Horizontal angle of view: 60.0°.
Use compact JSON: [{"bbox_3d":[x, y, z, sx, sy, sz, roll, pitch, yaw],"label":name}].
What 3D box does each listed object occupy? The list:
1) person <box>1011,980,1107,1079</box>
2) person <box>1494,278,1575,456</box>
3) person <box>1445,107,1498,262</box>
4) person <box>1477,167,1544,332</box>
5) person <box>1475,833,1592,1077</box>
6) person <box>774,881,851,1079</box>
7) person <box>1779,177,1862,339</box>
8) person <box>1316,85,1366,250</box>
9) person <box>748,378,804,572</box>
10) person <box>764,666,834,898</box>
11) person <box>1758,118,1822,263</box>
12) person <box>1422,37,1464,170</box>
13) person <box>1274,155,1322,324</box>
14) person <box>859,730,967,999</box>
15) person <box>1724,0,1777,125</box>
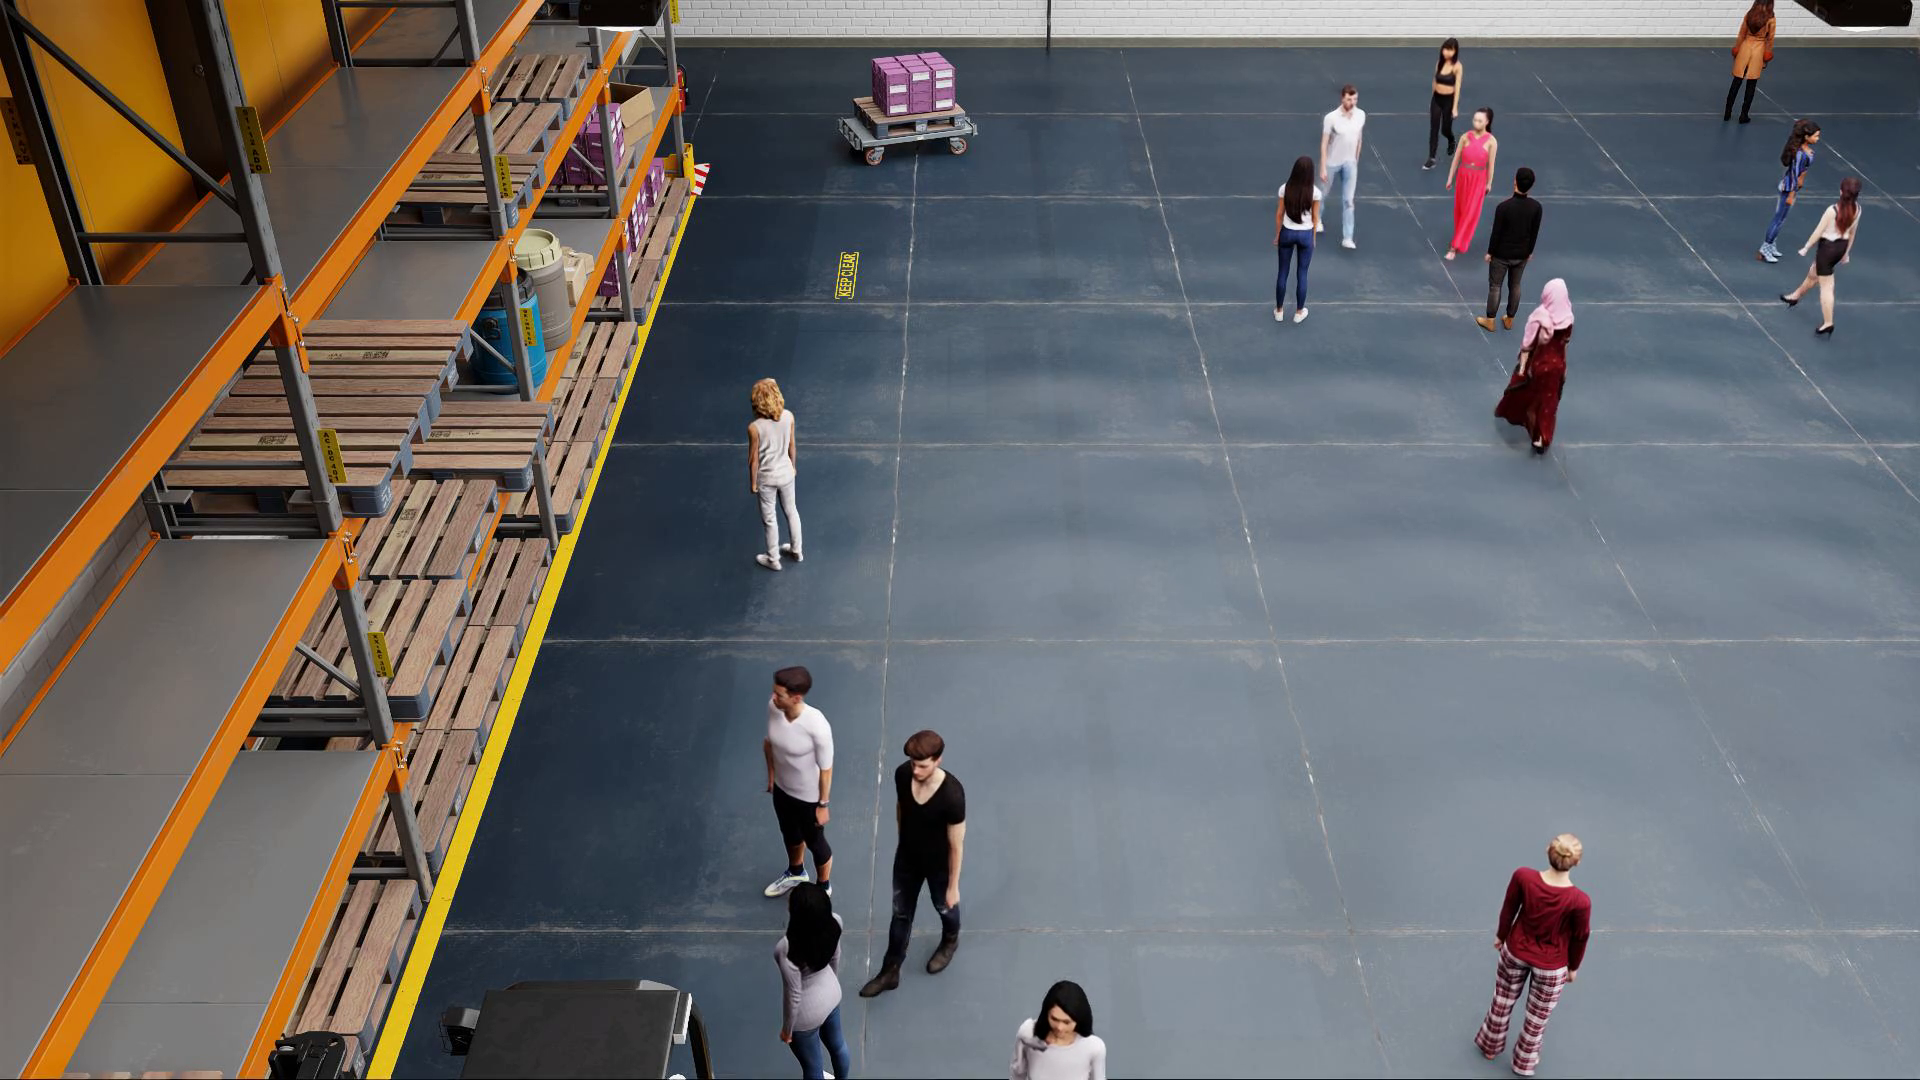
[{"bbox_3d":[0.504,2.770,8.347,0.689,1.692,0.698,6,34,9],"label":"person"},{"bbox_3d":[5.245,-1.525,14.903,0.688,1.589,1.090,-3,34,-4],"label":"person"},{"bbox_3d":[5.709,-3.978,18.520,1.028,1.669,1.221,20,39,28],"label":"person"},{"bbox_3d":[5.613,-2.959,16.938,0.666,1.723,0.563,-3,34,-5],"label":"person"},{"bbox_3d":[3.158,2.255,9.114,0.691,1.701,0.708,21,39,28],"label":"person"},{"bbox_3d":[-0.761,2.460,8.774,0.749,1.736,0.648,20,39,27],"label":"person"},{"bbox_3d":[8.860,-2.833,16.855,0.800,1.605,1.134,-11,35,-16],"label":"person"},{"bbox_3d":[4.247,-4.267,18.836,0.828,1.801,1.243,-5,34,-8],"label":"person"},{"bbox_3d":[-1.482,-0.528,13.330,0.681,1.668,0.729,-25,41,-32],"label":"person"},{"bbox_3d":[-0.972,1.493,10.127,0.745,1.850,0.784,25,41,33],"label":"person"},{"bbox_3d":[9.182,-3.876,18.410,0.757,1.622,0.648,17,37,24],"label":"person"},{"bbox_3d":[6.097,-5.472,20.799,0.882,1.634,0.953,28,43,35],"label":"person"},{"bbox_3d":[3.453,-3.087,17.084,0.649,1.775,0.626,11,35,16],"label":"person"},{"bbox_3d":[-0.128,1.796,9.650,1.041,1.872,1.153,22,40,30],"label":"person"},{"bbox_3d":[10.545,-6.432,22.166,0.772,1.720,0.812,25,41,32],"label":"person"}]
